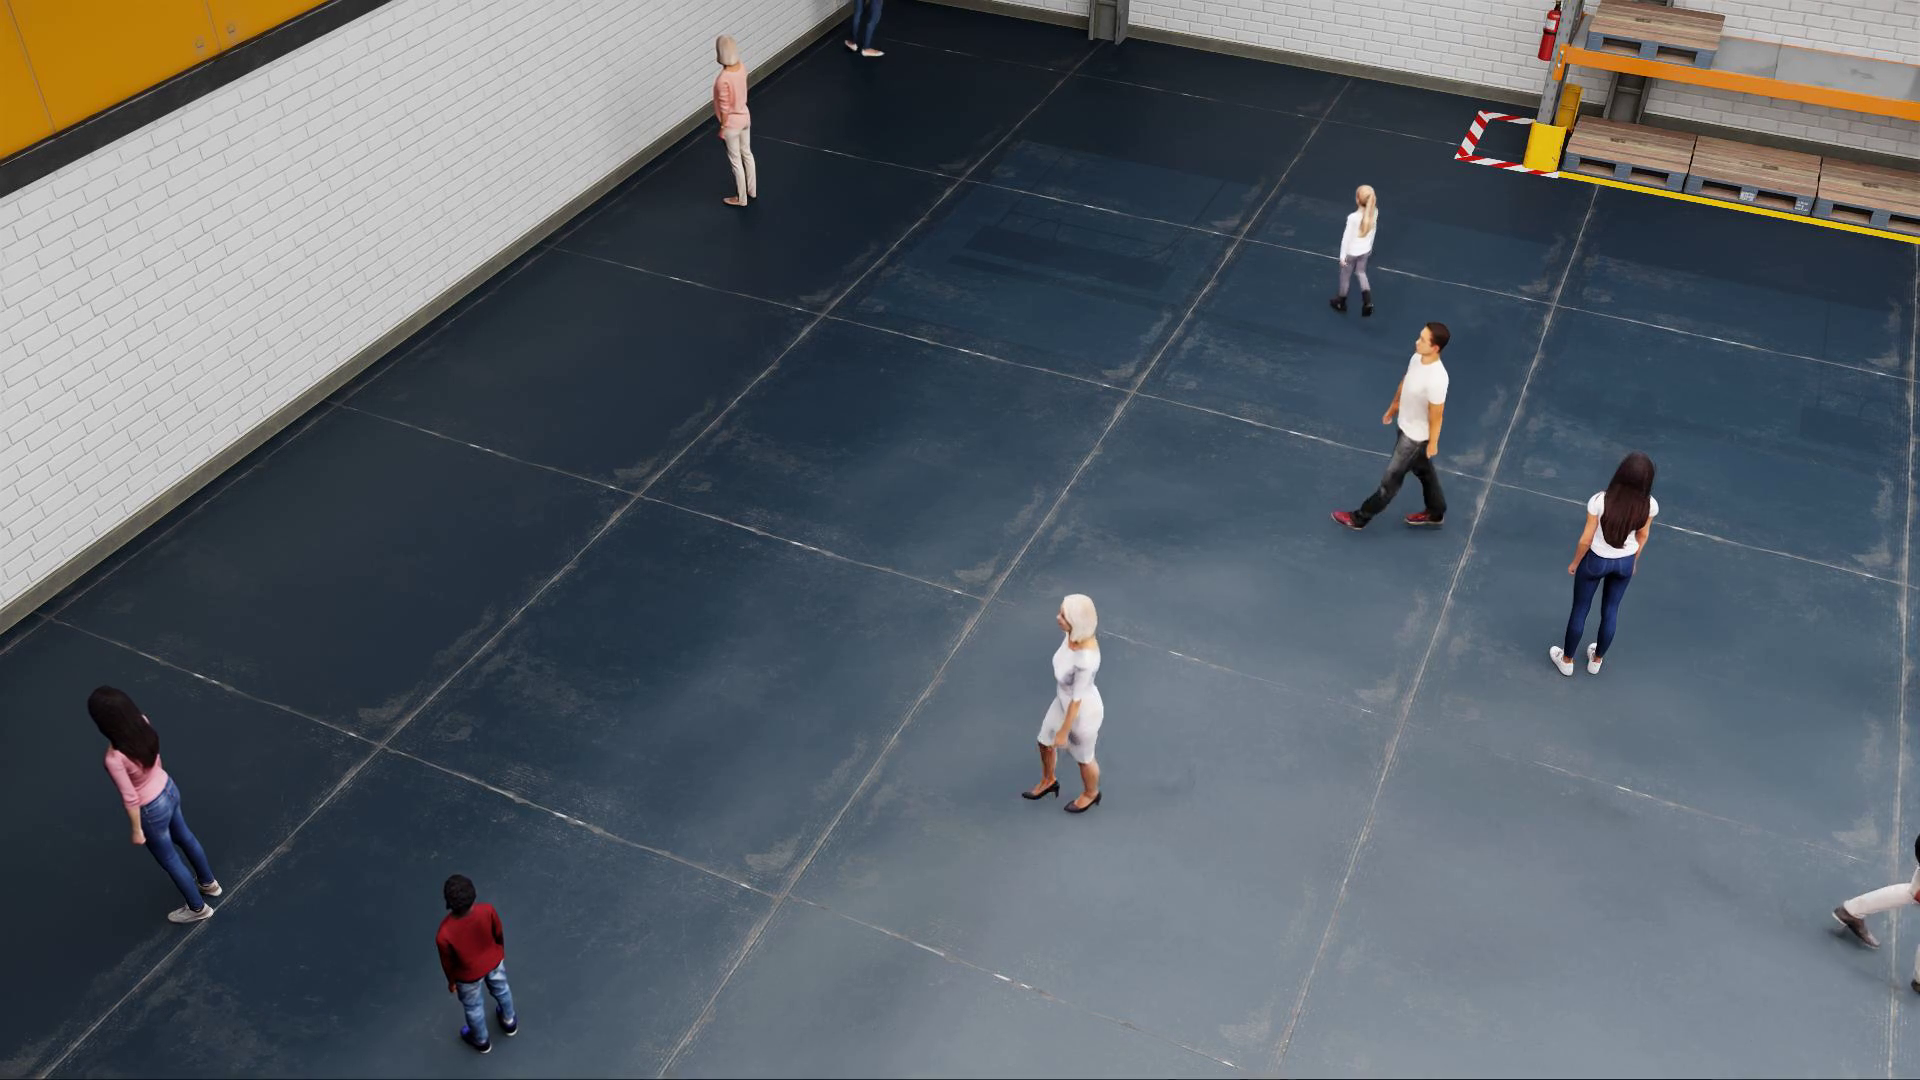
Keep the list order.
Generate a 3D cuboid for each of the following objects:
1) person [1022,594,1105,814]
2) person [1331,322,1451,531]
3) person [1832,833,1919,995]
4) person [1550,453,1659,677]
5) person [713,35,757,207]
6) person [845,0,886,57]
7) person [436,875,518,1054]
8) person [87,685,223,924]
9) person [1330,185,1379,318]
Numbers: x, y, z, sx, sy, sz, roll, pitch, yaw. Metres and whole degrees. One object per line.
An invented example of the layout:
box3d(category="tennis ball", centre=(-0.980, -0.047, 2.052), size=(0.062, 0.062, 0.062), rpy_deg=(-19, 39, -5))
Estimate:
box3d(category="person", centre=(0.778, 1.003, 9.908), size=(0.829, 1.736, 0.759), rpy_deg=(-9, 39, -11))
box3d(category="person", centre=(3.424, -0.790, 12.133), size=(1.220, 1.760, 0.976), rpy_deg=(-1, 39, -1))
box3d(category="person", centre=(5.260, 1.701, 8.996), size=(1.136, 1.783, 0.878), rpy_deg=(29, 47, 31))
box3d(category="person", centre=(4.247, 0.170, 10.920), size=(0.577, 1.775, 0.717), rpy_deg=(2, 39, 2))
box3d(category="person", centre=(-2.212, -4.122, 16.335), size=(0.511, 1.724, 0.600), rpy_deg=(17, 42, 21))
box3d(category="person", centre=(-1.109, -6.452, 19.275), size=(0.678, 1.696, 0.917), rpy_deg=(29, 47, 31))
box3d(category="person", centre=(-2.541, 2.230, 8.759), size=(0.569, 1.253, 0.561), rpy_deg=(31, 48, 33))
box3d(category="person", centre=(-4.518, 1.480, 9.306), size=(0.635, 1.742, 0.652), rpy_deg=(1, 39, 1))
box3d(category="person", centre=(3.547, -2.529, 14.704), size=(0.735, 1.271, 0.806), rpy_deg=(-15, 41, -18))
